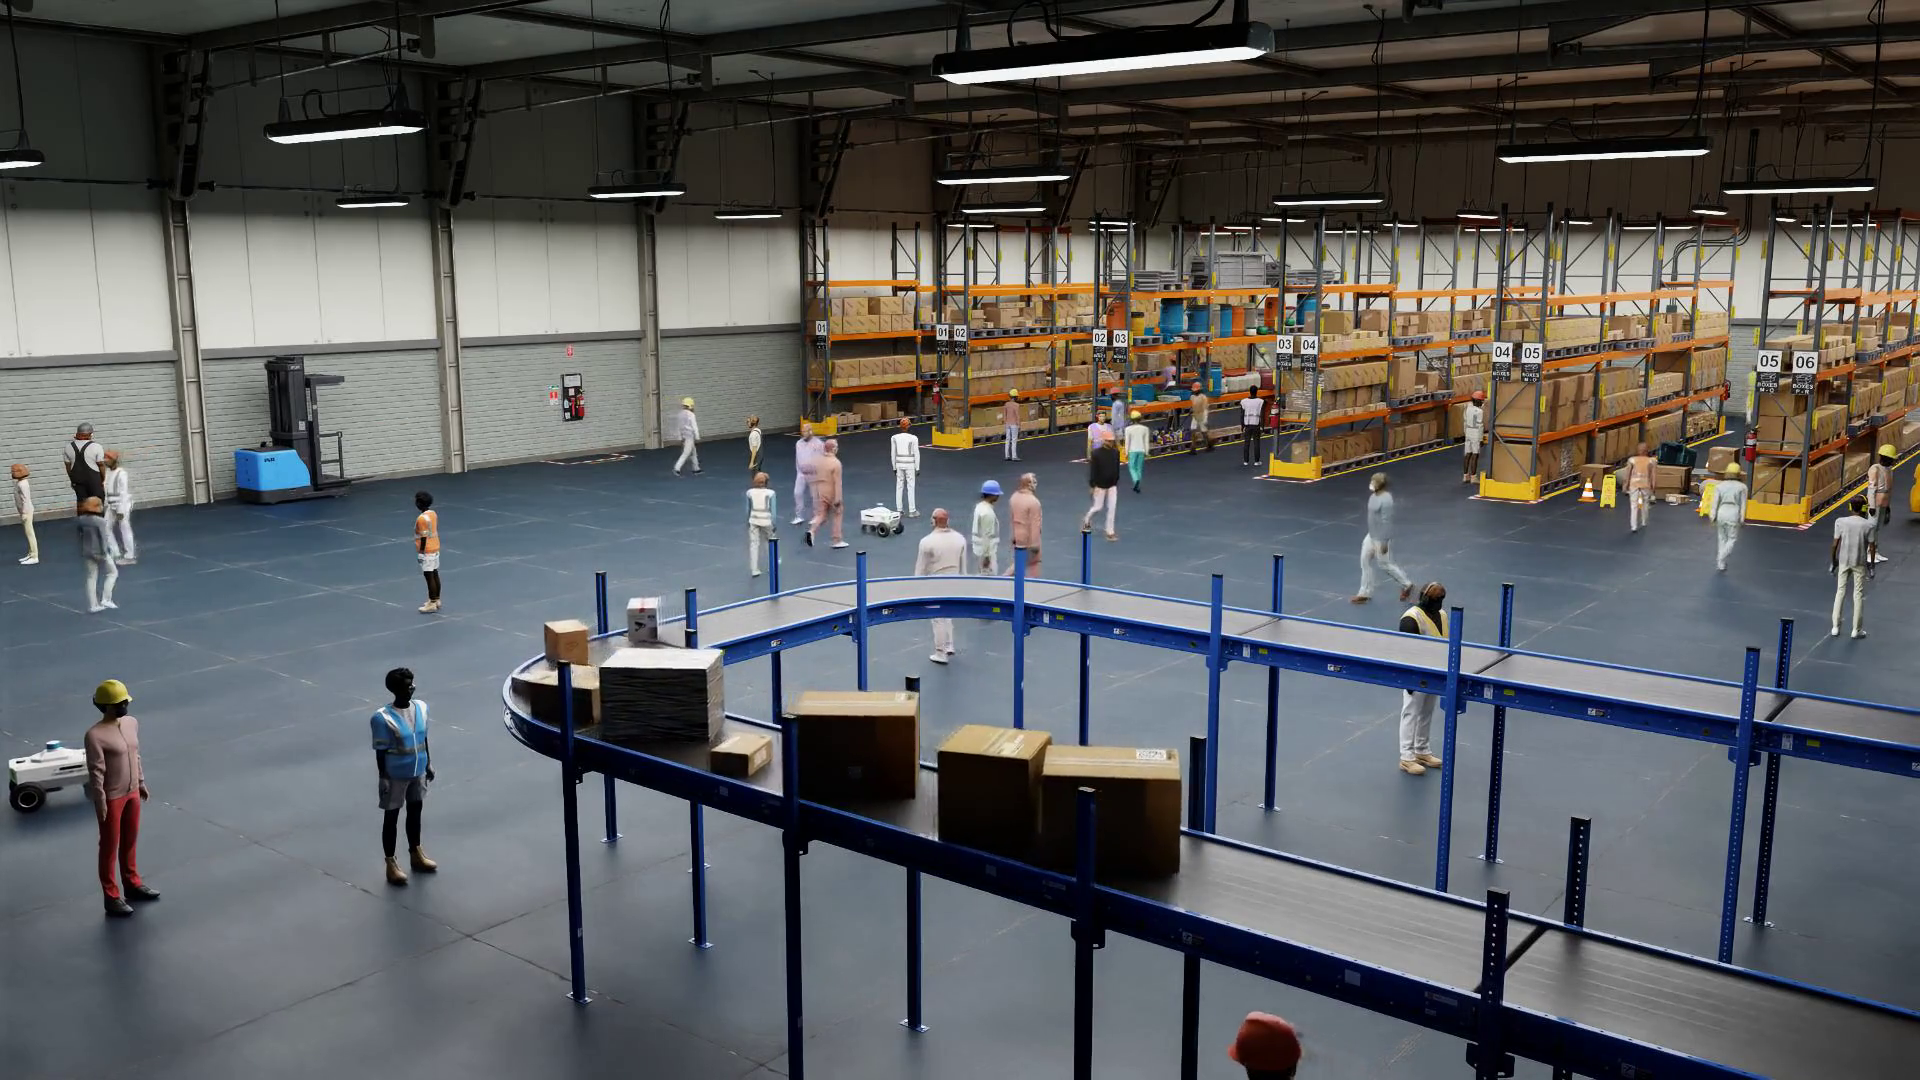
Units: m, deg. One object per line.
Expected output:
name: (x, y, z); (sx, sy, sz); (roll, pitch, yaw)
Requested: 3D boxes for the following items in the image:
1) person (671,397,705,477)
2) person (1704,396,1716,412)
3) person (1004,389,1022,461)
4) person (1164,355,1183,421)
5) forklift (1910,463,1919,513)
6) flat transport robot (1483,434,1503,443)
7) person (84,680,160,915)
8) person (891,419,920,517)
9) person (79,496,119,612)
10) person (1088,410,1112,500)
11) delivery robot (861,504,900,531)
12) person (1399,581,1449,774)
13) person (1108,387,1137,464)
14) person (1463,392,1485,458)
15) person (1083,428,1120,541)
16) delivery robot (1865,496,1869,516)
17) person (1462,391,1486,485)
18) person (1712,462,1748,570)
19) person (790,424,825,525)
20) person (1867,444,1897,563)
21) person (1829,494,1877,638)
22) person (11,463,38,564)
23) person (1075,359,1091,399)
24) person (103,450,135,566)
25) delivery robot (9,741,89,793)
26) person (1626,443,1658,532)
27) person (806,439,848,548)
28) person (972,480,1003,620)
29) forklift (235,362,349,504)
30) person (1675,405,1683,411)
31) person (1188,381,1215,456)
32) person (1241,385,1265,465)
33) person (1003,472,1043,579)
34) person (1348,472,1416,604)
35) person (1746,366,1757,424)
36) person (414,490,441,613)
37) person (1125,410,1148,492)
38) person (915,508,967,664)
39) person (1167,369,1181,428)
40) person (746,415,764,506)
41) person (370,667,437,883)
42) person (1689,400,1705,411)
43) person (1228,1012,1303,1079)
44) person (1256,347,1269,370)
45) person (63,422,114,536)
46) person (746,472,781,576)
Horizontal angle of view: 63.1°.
person: (-6.233, -2.347, 35.637); (0.889, 1.798, 0.595); (-7, 12, -36)
person: (23.030, -4.627, 48.057); (0.630, 1.938, 0.373); (-5, 11, -26)
person: (1.305, -2.818, 38.359); (0.325, 1.767, 0.533); (-8, 13, -39)
person: (6.614, -4.694, 48.178); (0.633, 2.023, 0.432); (8, 13, 38)
forklift: (19.034, -1.348, 28.998); (2.313, 2.155, 1.214); (8, 13, 37)
flat transport robot: (14.594, -2.765, 42.385); (1.431, 0.197, 0.652); (-2, 10, -12)
person: (-6.310, 1.907, 11.761); (0.312, 1.768, 0.530); (1, 10, 8)
person: (-1.032, -1.386, 29.969); (0.576, 1.882, 0.355); (4, 11, 21)
person: (-12.031, 0.193, 21.827); (0.502, 1.618, 0.438); (3, 10, 16)
person: (2.879, -1.768, 32.218); (0.566, 1.847, 0.390); (-5, 11, -28)
delivery robot: (-1.433, -0.410, 28.065); (0.707, 0.478, 0.477); (7, 12, 34)
person: (4.461, 1.299, 14.992); (0.619, 1.837, 0.430); (-9, 13, -40)
person: (3.862, -2.723, 37.507); (0.954, 1.888, 0.617); (3, 11, 17)
person: (12.776, -2.856, 38.926); (0.522, 1.638, 0.310); (4, 11, 20)
person: (2.506, -0.997, 27.518); (0.630, 1.977, 0.753); (-6, 12, -29)
delivery robot: (17.274, -0.679, 29.581); (0.477, 0.478, 0.707); (4, 11, 21)
person: (11.333, -2.253, 34.422); (0.392, 2.035, 0.605); (-3, 11, -17)
person: (12.086, -0.358, 24.631); (0.515, 1.713, 0.618); (10, 14, 43)
person: (-2.841, -1.198, 28.923); (0.648, 1.885, 0.727); (5, 11, 27)
person: (14.943, -0.598, 25.413); (0.587, 1.926, 0.368); (-8, 13, -37)
person: (11.616, 0.331, 20.354); (0.532, 1.864, 0.310); (9, 13, 40)
person: (-15.125, -0.429, 25.281); (0.281, 1.634, 0.498); (-6, 12, -31)
person: (3.816, -4.701, 48.757); (0.514, 1.847, 0.788); (7, 12, 36)
person: (-13.554, -0.500, 25.016); (0.613, 1.865, 0.603); (7, 12, 33)
delivery robot: (-8.183, 2.061, 14.150); (0.707, 0.478, 0.477); (-6, 12, -30)
person: (12.380, -0.969, 28.432); (0.525, 1.588, 0.886); (5, 11, 28)
person: (-2.251, -0.778, 26.545); (0.654, 1.883, 0.693); (9, 13, 40)
person: (0.298, 0.131, 21.295); (0.579, 1.928, 0.622); (-2, 10, -10)
forklift: (-13.803, -2.244, 32.110); (1.129, 2.768, 1.873); (8, 13, 37)
person: (21.156, -4.184, 45.662); (0.755, 1.902, 0.642); (1, 10, 8)
person: (6.150, -3.108, 39.720); (0.904, 1.882, 0.558); (-10, 14, -44)
person: (7.028, -2.757, 37.578); (0.593, 1.922, 0.391); (4, 11, 20)
person: (0.907, -0.022, 22.286); (0.709, 1.887, 0.650); (-6, 11, -28)
person: (6.041, -0.023, 22.245); (0.861, 1.916, 0.635); (-1, 10, -6)
person: (24.055, -4.381, 47.022); (0.874, 1.806, 0.660); (-4, 11, -20)
person: (-7.437, 0.154, 21.836); (0.317, 1.701, 0.541); (-1, 10, -3)
person: (3.747, -1.865, 33.053); (0.527, 1.749, 0.532); (-2, 10, -9)
person: (-0.282, 0.548, 19.084); (0.647, 1.890, 0.585); (-8, 13, -36)
person: (5.917, -3.735, 43.033); (0.359, 1.939, 0.543); (-6, 11, -28)
person: (-4.088, -1.576, 31.146); (0.346, 1.846, 0.506); (1, 10, 6)
person: (-4.392, 1.833, 12.371); (0.321, 1.697, 0.529); (6, 12, 30)
person: (22.957, -4.690, 48.860); (0.948, 1.776, 0.610); (4, 11, 20)
person: (1.348, 2.829, 6.274); (0.548, 1.892, 0.928); (-9, 13, -41)
person: (10.980, -6.118, 56.894); (0.623, 1.771, 0.954); (10, 14, 44)
person: (-15.489, -1.069, 27.857); (0.688, 2.000, 0.536); (0, 10, -1)
person: (-3.076, -0.266, 24.445); (0.543, 1.589, 0.845); (3, 10, 15)
